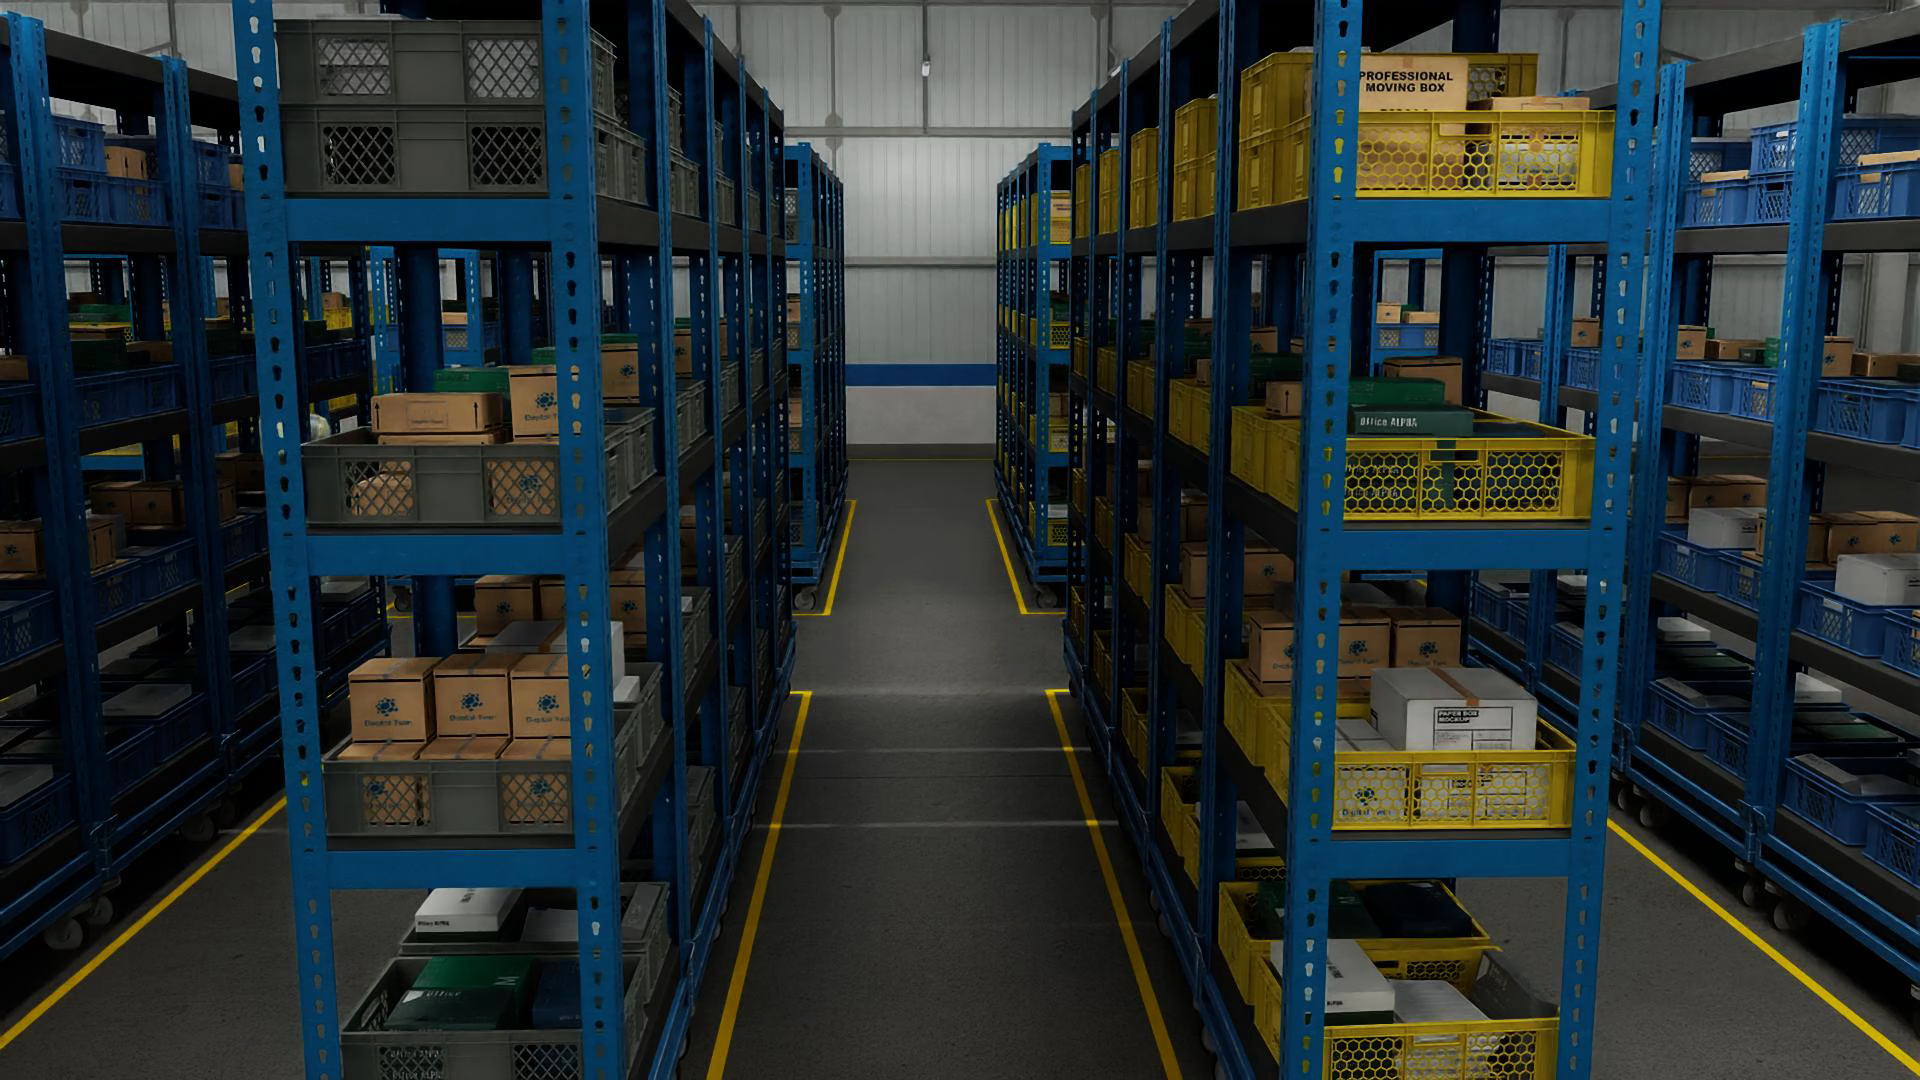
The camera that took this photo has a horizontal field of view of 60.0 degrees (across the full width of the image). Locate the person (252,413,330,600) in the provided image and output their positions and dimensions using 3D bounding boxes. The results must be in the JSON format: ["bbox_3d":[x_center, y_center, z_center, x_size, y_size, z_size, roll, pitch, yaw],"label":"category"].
[{"bbox_3d":[-5.293,-0.385,13.268,0.641,1.805,0.442,-2,10,-14],"label":"person"}]
